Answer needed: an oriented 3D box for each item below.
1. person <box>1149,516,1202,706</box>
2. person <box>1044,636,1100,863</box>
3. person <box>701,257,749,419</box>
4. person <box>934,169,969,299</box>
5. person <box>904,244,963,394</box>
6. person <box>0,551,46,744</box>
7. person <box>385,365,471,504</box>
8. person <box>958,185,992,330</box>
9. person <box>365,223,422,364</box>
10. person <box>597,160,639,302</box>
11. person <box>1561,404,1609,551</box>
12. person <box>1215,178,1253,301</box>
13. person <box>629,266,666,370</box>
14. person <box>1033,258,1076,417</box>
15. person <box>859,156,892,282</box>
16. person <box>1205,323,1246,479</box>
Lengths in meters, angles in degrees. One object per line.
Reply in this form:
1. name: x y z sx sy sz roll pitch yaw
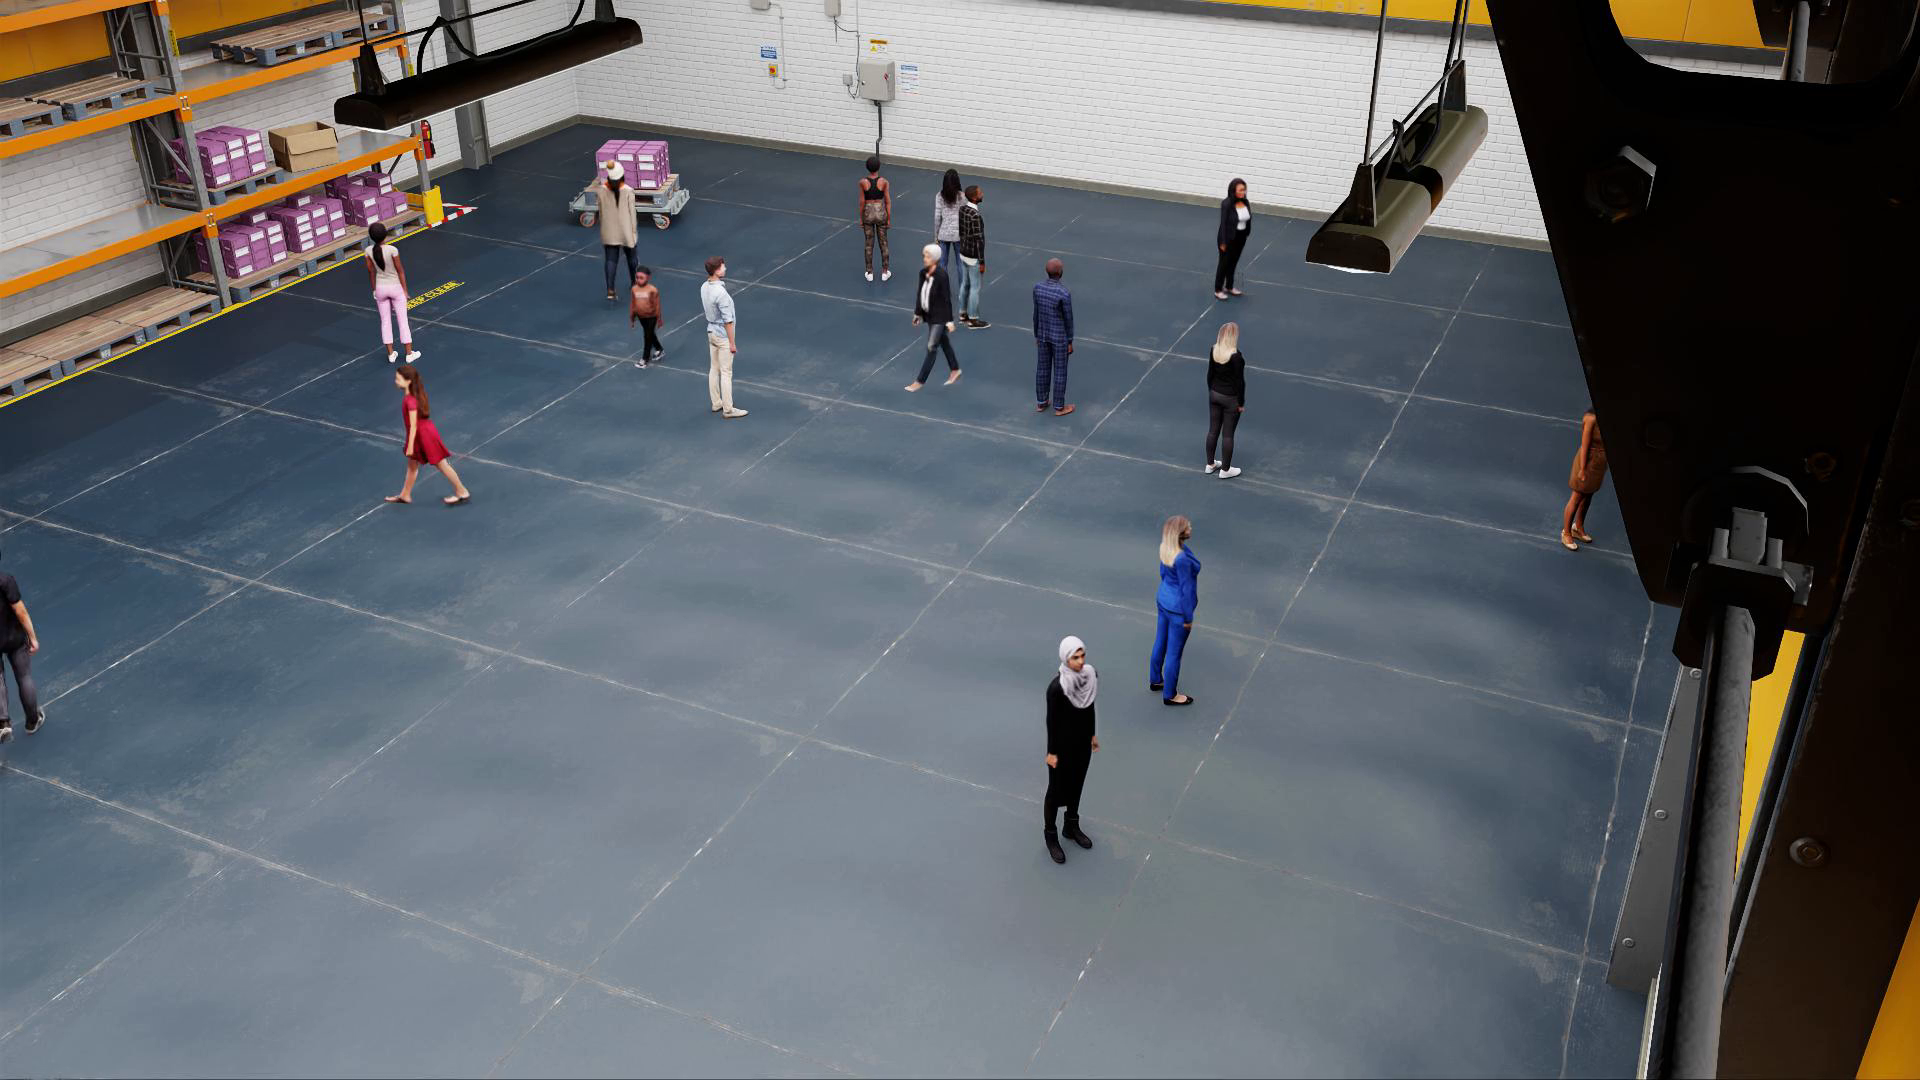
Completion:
1. person: 1.733 0.556 13.532 0.760 1.701 0.696 -9 30 -16
2. person: 0.773 1.457 11.797 0.623 1.780 0.746 -20 35 -32
3. person: -2.679 -2.276 18.571 0.726 1.848 0.731 -19 34 -31
4. person: -0.113 -4.032 21.911 0.690 1.732 0.657 1 29 2
5. person: -0.155 -2.545 19.001 1.195 1.757 1.114 -17 33 -28
6. person: -7.515 0.800 12.960 0.893 1.821 0.967 -7 29 -12
7. person: -5.289 -1.024 16.633 1.038 1.505 1.023 -8 30 -14
8. person: 0.141 -3.587 21.003 0.773 1.821 0.746 -14 32 -24
9. person: -6.851 -2.976 19.966 0.645 1.740 0.632 1 29 3
10. person: -4.514 -4.025 21.770 0.983 1.855 1.250 1 29 2
11. person: 6.022 -0.720 15.883 0.582 1.690 0.700 -21 35 -33
12. person: 3.589 -3.990 21.957 0.691 1.615 0.807 -24 37 -37
13. person: -3.729 -2.700 20.005 0.574 1.218 0.895 10 30 18
14. person: 1.045 -2.282 18.611 0.690 1.820 0.646 18 33 29
15. person: -1.158 -4.363 22.551 0.656 1.699 0.662 -2 29 -3
16. person: 2.737 -1.451 17.226 0.663 1.687 0.678 -23 36 -36
